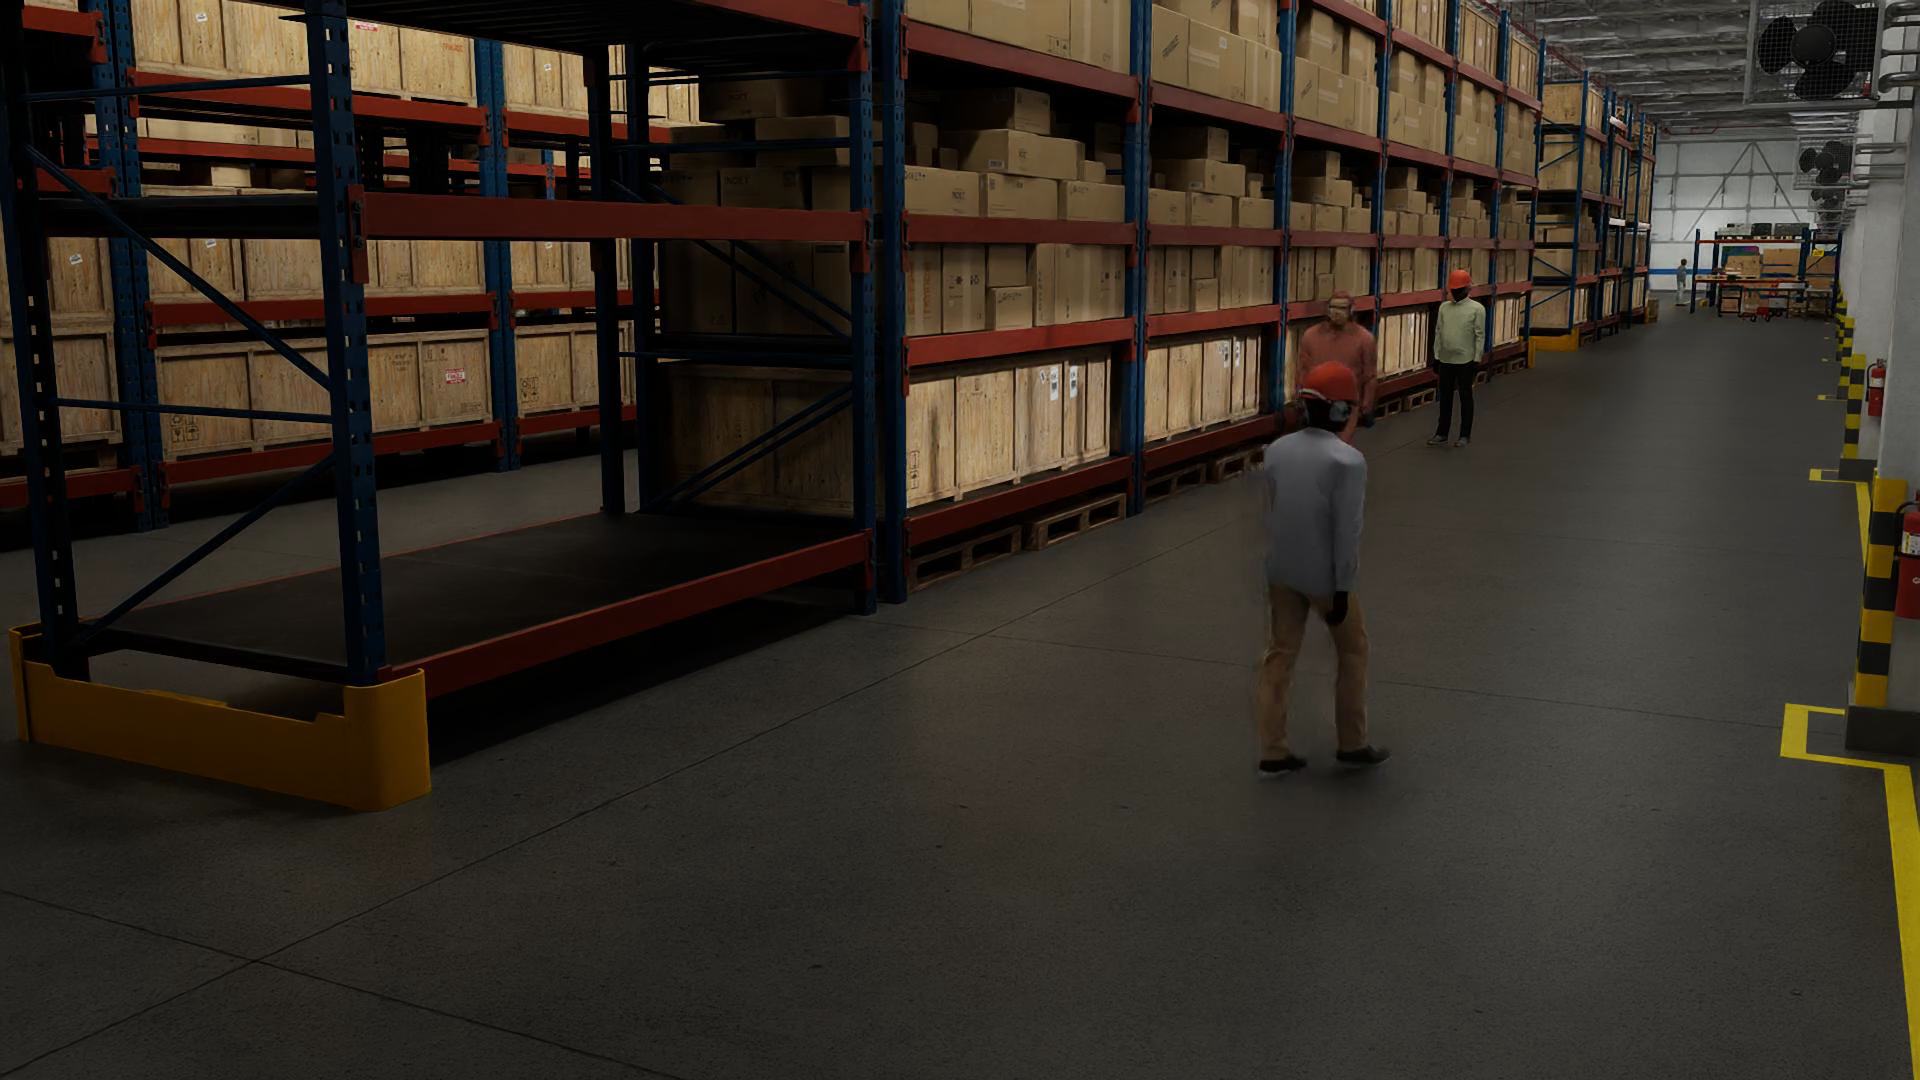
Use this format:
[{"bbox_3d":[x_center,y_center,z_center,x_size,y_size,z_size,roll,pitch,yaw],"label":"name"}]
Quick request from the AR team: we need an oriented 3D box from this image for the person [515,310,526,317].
[{"bbox_3d":[-6.091,-2.582,22.620,0.496,1.725,0.440,4,11,21],"label":"person"}]

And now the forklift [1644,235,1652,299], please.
[{"bbox_3d":[25.143,-9.951,61.958,1.129,2.768,1.873,5,11,29],"label":"forklift"}]

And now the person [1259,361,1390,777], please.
[{"bbox_3d":[1.538,0.120,6.971,0.719,1.723,0.572,-7,12,-37],"label":"person"}]

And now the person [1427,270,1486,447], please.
[{"bbox_3d":[5.591,-2.039,18.729,0.387,1.989,0.608,-9,13,-41],"label":"person"}]

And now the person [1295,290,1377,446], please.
[{"bbox_3d":[3.166,-1.163,13.979,0.627,1.880,0.890,5,11,28],"label":"person"}]

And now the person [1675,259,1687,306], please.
[{"bbox_3d":[29.410,-10.485,67.770,0.354,1.938,0.635,0,10,0],"label":"person"}]
